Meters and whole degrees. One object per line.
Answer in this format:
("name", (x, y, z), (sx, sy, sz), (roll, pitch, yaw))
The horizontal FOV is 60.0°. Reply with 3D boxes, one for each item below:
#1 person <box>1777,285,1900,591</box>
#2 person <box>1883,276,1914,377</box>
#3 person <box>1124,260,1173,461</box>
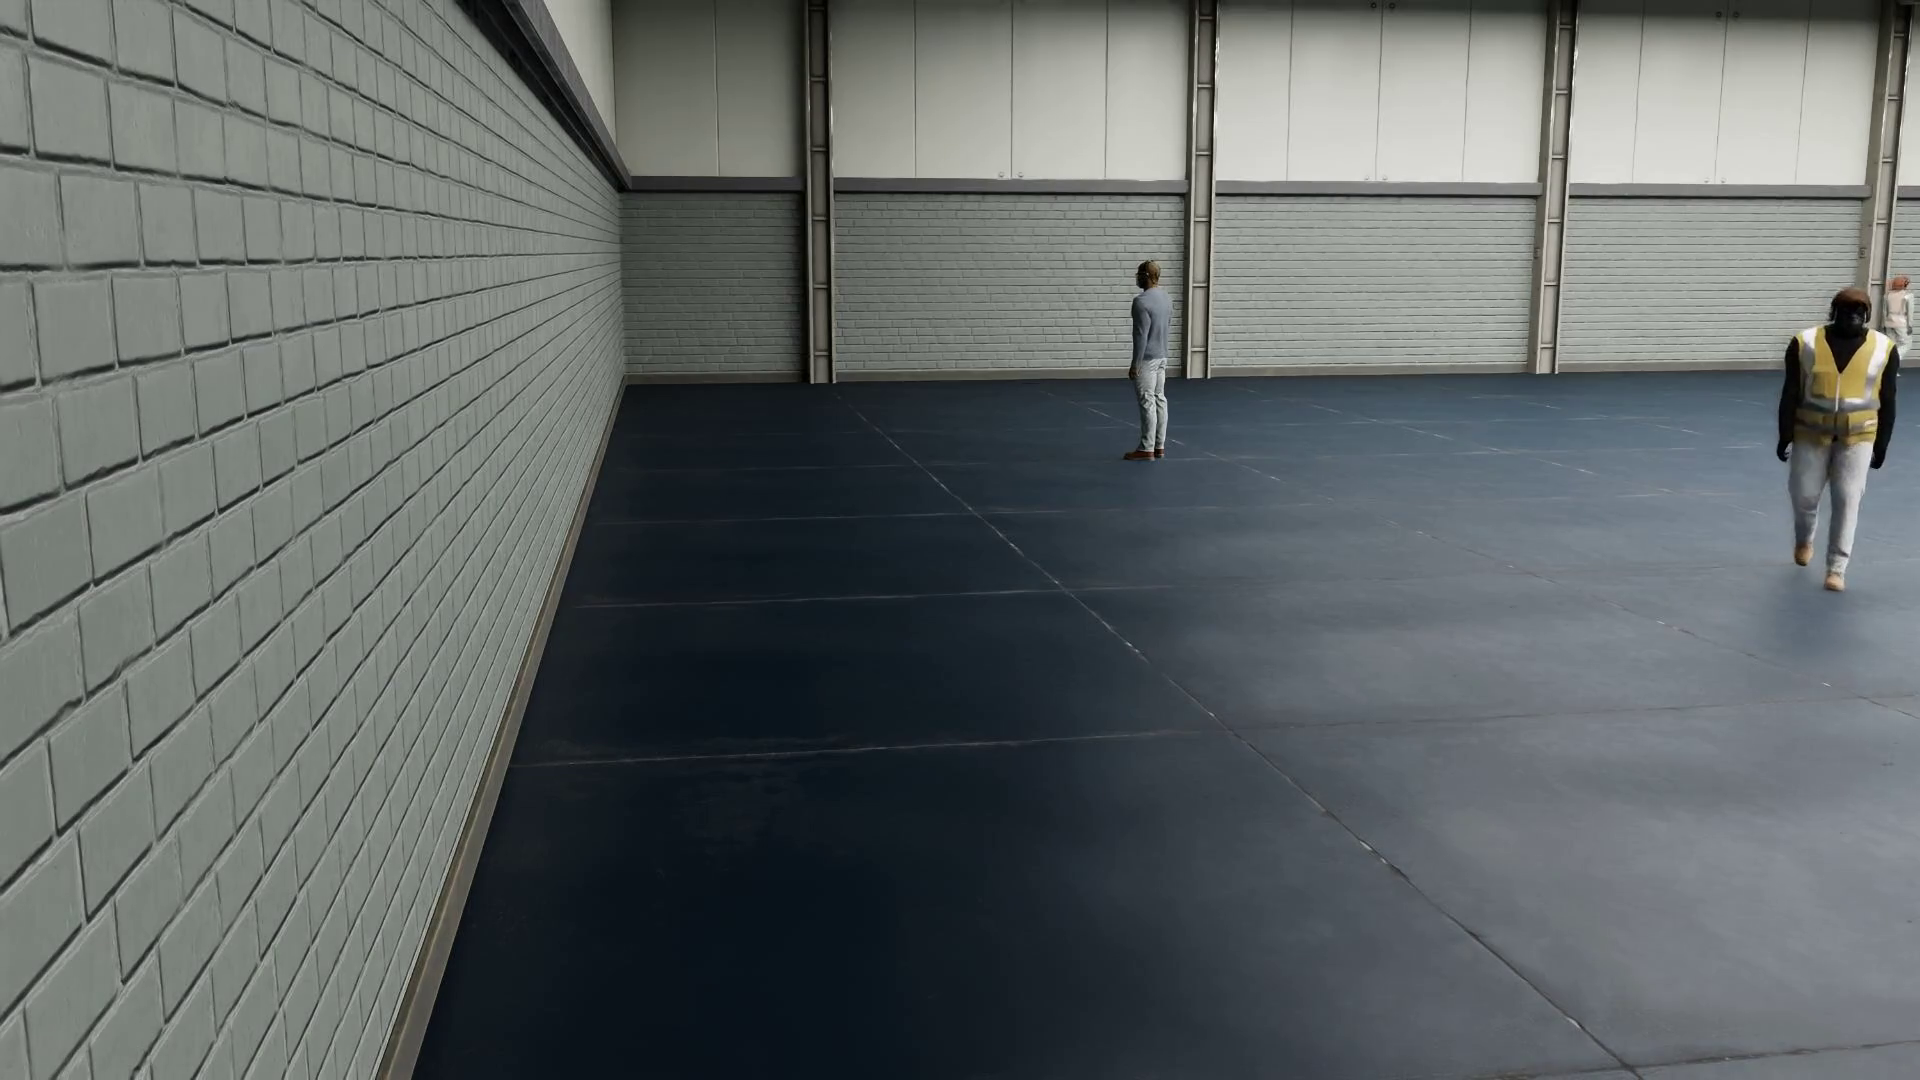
("person", (5.316, -0.631, 10.102), (0.633, 1.824, 0.596), (5, 11, 27))
("person", (15.091, -3.430, 26.754), (0.366, 1.627, 0.534), (-4, 11, -23))
("person", (1.828, -1.737, 16.136), (0.372, 1.940, 0.629), (6, 12, 32))
